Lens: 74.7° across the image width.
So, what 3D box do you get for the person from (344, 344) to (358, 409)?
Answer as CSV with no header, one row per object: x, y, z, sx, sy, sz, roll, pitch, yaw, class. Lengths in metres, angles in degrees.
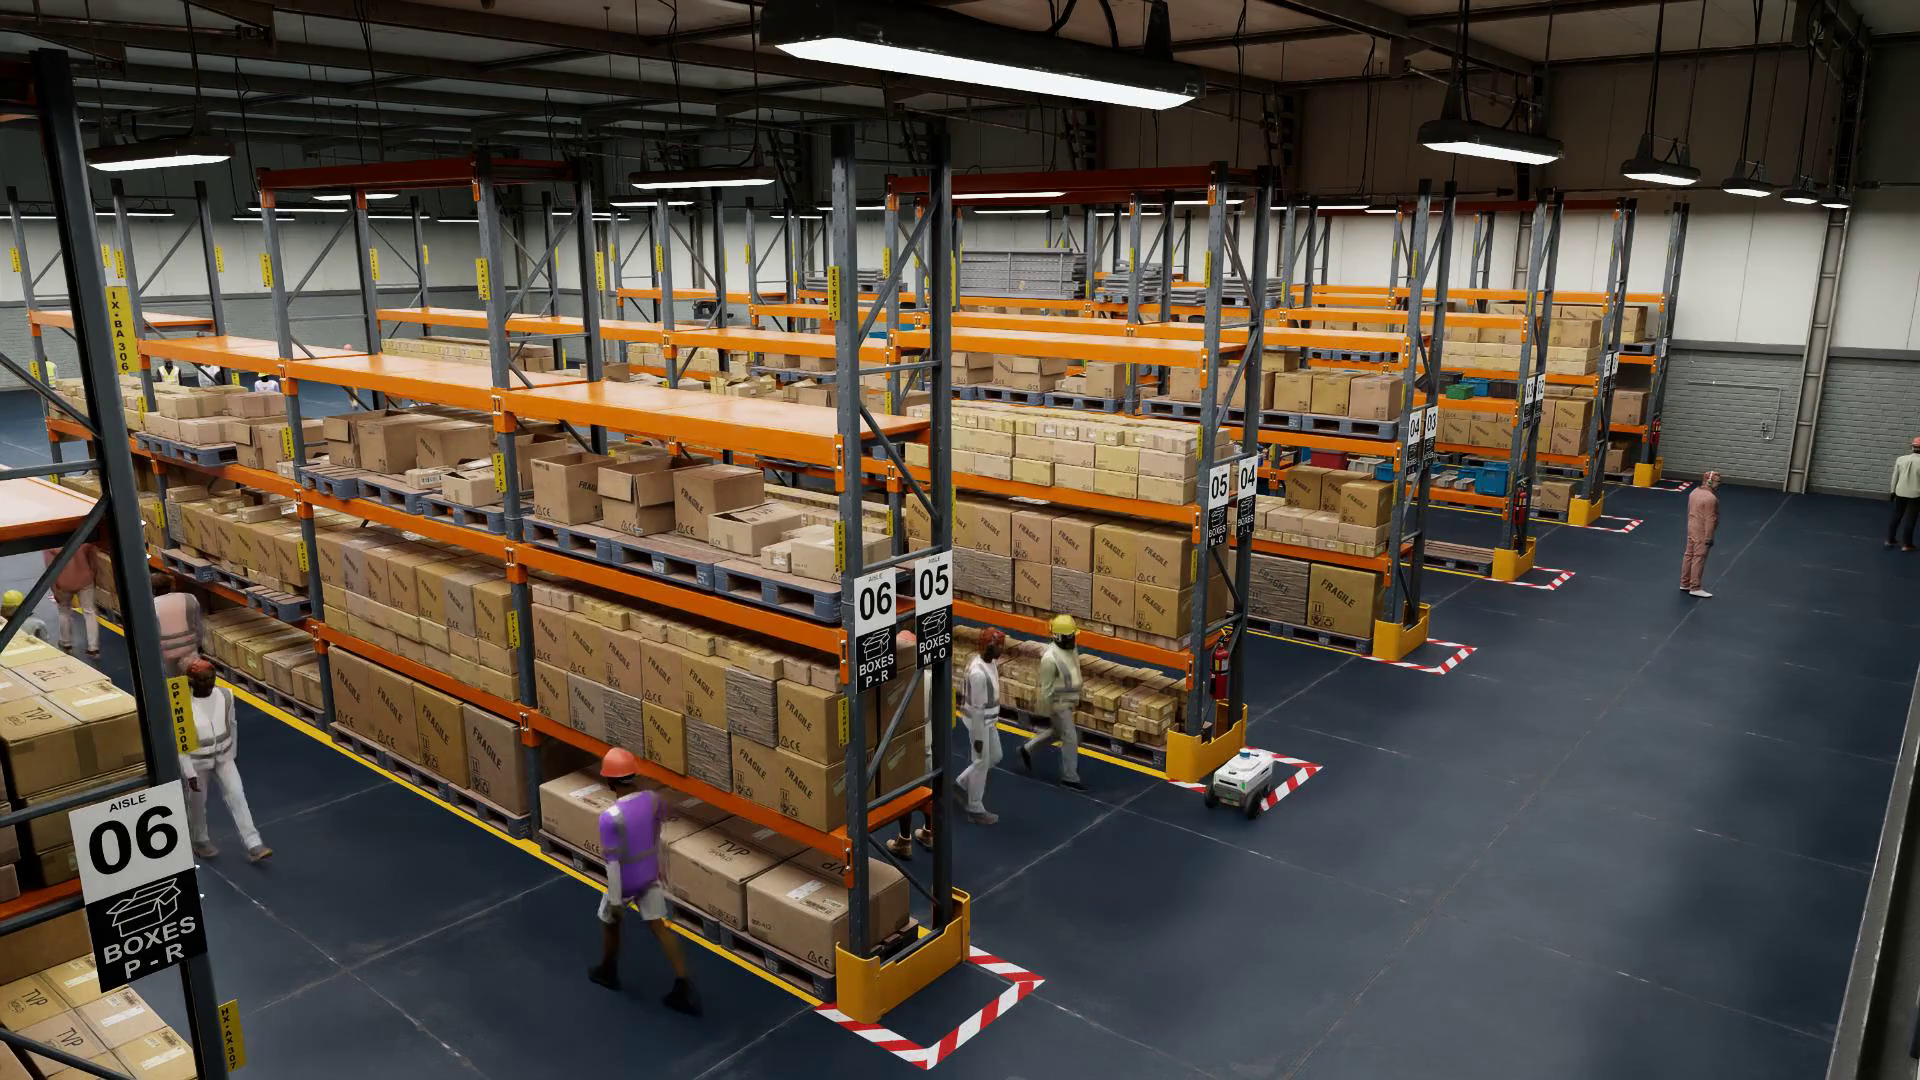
-19.146,-5.135,39.591,0.600,2.008,1.026,-4,14,-18,person

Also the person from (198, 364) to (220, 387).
-22.731,-4.694,38.216,0.607,1.792,0.915,-7,16,-28,person

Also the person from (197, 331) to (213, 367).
-26.999,-6.441,44.960,0.535,2.000,0.684,13,19,42,person

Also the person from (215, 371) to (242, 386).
-20.530,-4.104,35.447,0.632,1.941,1.010,-13,19,-43,person

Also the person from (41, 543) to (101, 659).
-11.526,0.538,16.327,0.939,1.951,0.611,11,18,38,person

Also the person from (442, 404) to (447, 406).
-14.455,-3.951,34.842,0.544,1.939,0.355,-10,17,-35,person

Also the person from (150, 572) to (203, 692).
-8.607,1.231,13.827,0.939,1.805,0.632,13,19,42,person

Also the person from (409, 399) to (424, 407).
-12.652,-2.581,29.401,0.327,1.843,0.516,2,14,8,person

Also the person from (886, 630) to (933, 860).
-0.457,1.782,11.038,0.605,2.045,0.388,-9,16,-33,person

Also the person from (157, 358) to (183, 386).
-23.530,-4.550,37.561,0.620,1.817,0.715,-7,16,-28,person

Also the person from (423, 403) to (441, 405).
-13.737,-3.422,32.723,0.775,1.919,0.553,11,18,39,person

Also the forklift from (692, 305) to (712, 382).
-9.511,-7.392,47.124,1.873,2.768,1.129,11,17,38,forklift

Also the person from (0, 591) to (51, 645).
-10.000,1.360,13.473,0.513,1.696,0.875,-10,17,-37,person

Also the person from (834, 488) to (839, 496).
-1.771,0.137,18.082,0.769,1.917,0.636,8,16,31,person

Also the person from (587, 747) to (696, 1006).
-2.282,2.385,8.916,0.996,1.886,0.549,10,17,35,person

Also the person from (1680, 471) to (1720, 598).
11.268,-0.105,19.099,0.401,1.904,0.640,2,14,7,person

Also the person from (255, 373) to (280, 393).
-18.345,-3.591,33.400,0.585,1.921,0.383,-3,14,-13,person

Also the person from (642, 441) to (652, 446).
-5.343,-0.755,21.737,0.392,1.920,0.592,9,16,33,person

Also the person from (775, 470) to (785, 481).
-4.038,-2.303,28.183,0.683,1.877,0.852,-4,14,-14,person

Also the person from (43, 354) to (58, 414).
-27.766,-4.742,38.298,0.429,1.842,0.636,5,15,20,person

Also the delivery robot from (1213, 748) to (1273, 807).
2.730,2.248,12.119,0.477,0.478,0.707,10,17,35,delivery robot

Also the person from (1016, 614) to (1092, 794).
0.936,1.565,12.443,0.789,1.800,0.583,6,15,23,person

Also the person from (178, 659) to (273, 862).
-6.433,1.929,10.869,0.976,1.831,0.582,9,16,32,person

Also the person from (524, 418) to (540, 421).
-10.368,-2.751,30.528,0.511,1.640,0.308,3,14,13,person

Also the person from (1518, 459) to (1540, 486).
11.691,-1.752,26.023,0.529,1.825,0.893,-9,17,-34,person

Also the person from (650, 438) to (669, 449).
-5.569,-1.195,23.572,0.403,1.906,0.652,13,19,42,person

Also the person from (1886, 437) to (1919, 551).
16.497,-0.805,21.813,0.439,1.989,0.633,-5,15,-21,person

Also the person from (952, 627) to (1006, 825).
0.174,1.704,11.734,0.495,1.866,0.674,2,14,10,person

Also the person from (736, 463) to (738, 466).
-5.382,-2.577,29.833,0.365,1.629,0.547,-5,15,-21,person

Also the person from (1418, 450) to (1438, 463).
10.062,-2.075,27.252,0.947,1.890,0.600,10,17,36,person
